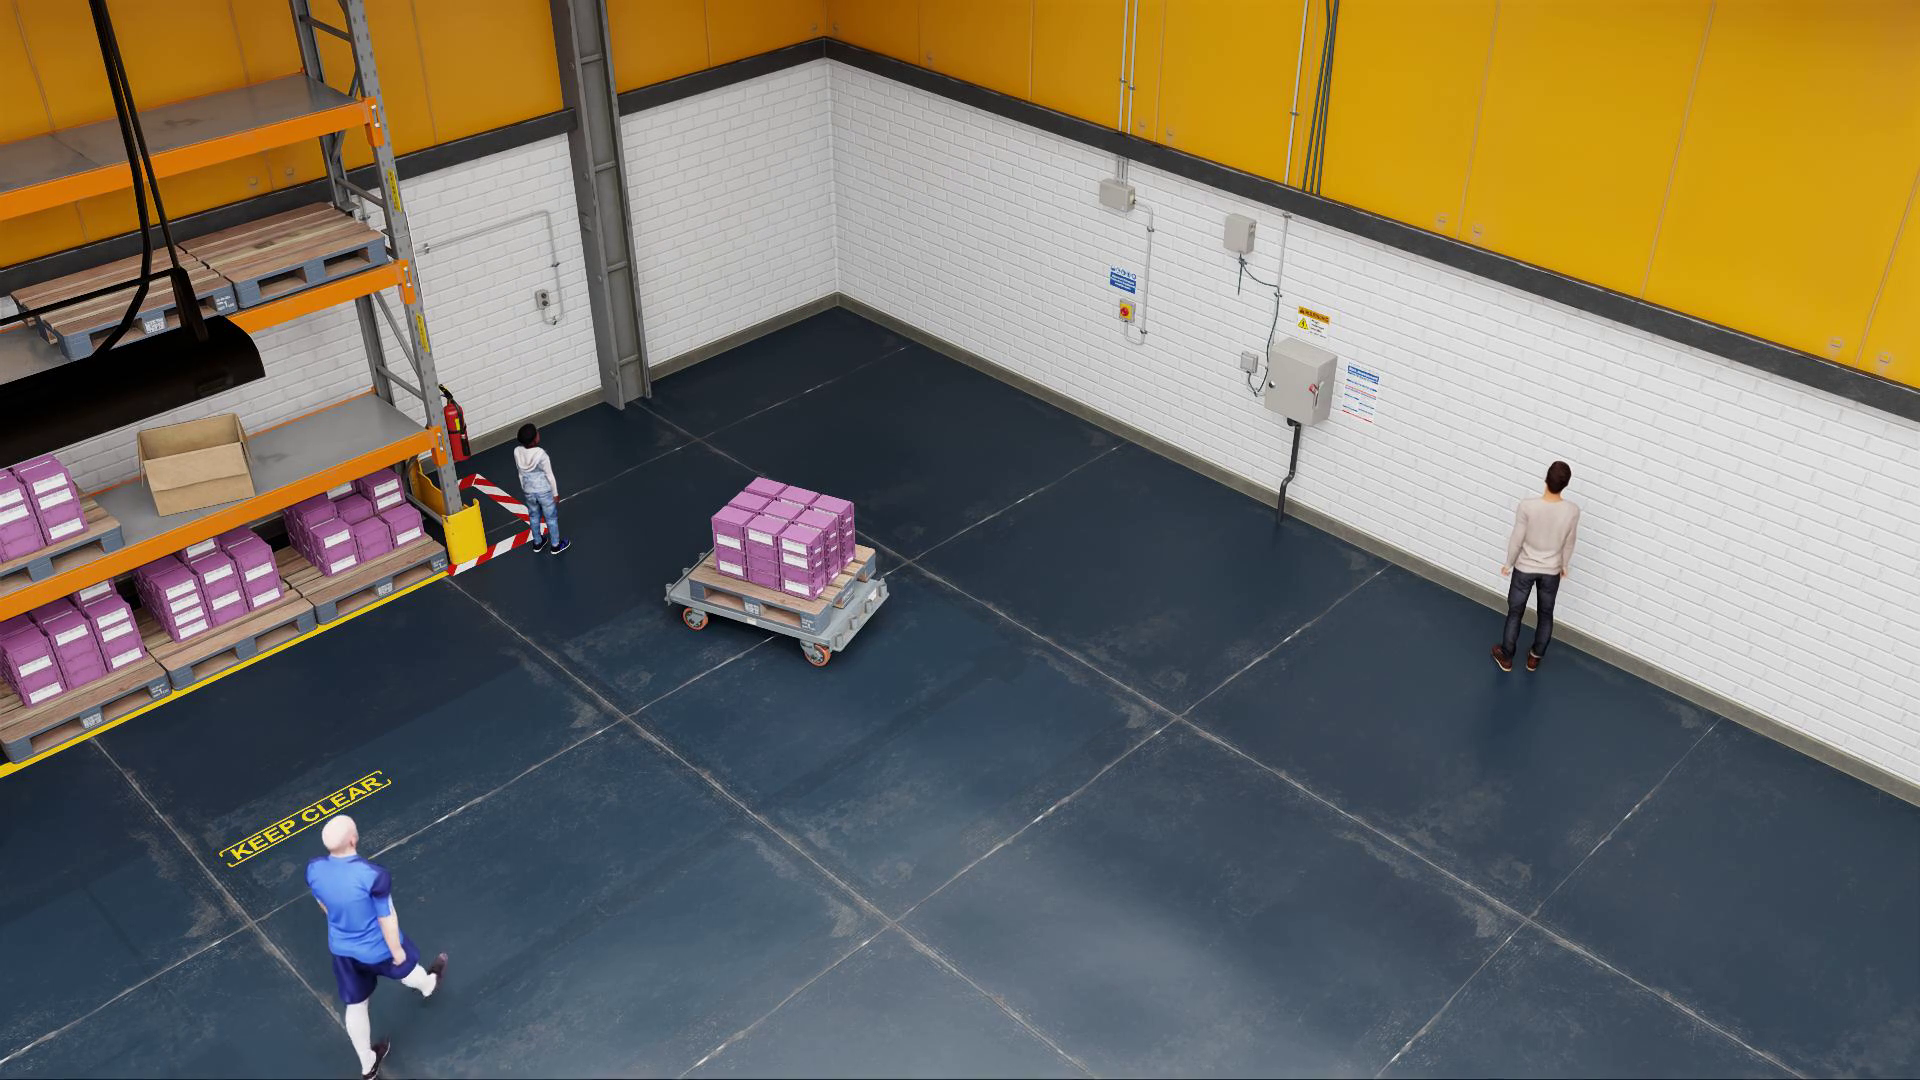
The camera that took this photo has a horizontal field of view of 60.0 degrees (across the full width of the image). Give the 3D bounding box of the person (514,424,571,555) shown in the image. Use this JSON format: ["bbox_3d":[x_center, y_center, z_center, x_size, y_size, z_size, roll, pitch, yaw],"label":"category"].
[{"bbox_3d":[-3.643,-0.446,14.355,0.561,1.261,0.603,9,35,13],"label":"person"}]

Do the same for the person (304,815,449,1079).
[{"bbox_3d":[-3.473,2.392,9.598,1.093,1.800,1.226,5,34,7],"label":"person"}]

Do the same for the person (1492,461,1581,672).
[{"bbox_3d":[4.446,0.217,12.809,0.748,1.868,0.779,4,34,6],"label":"person"}]
